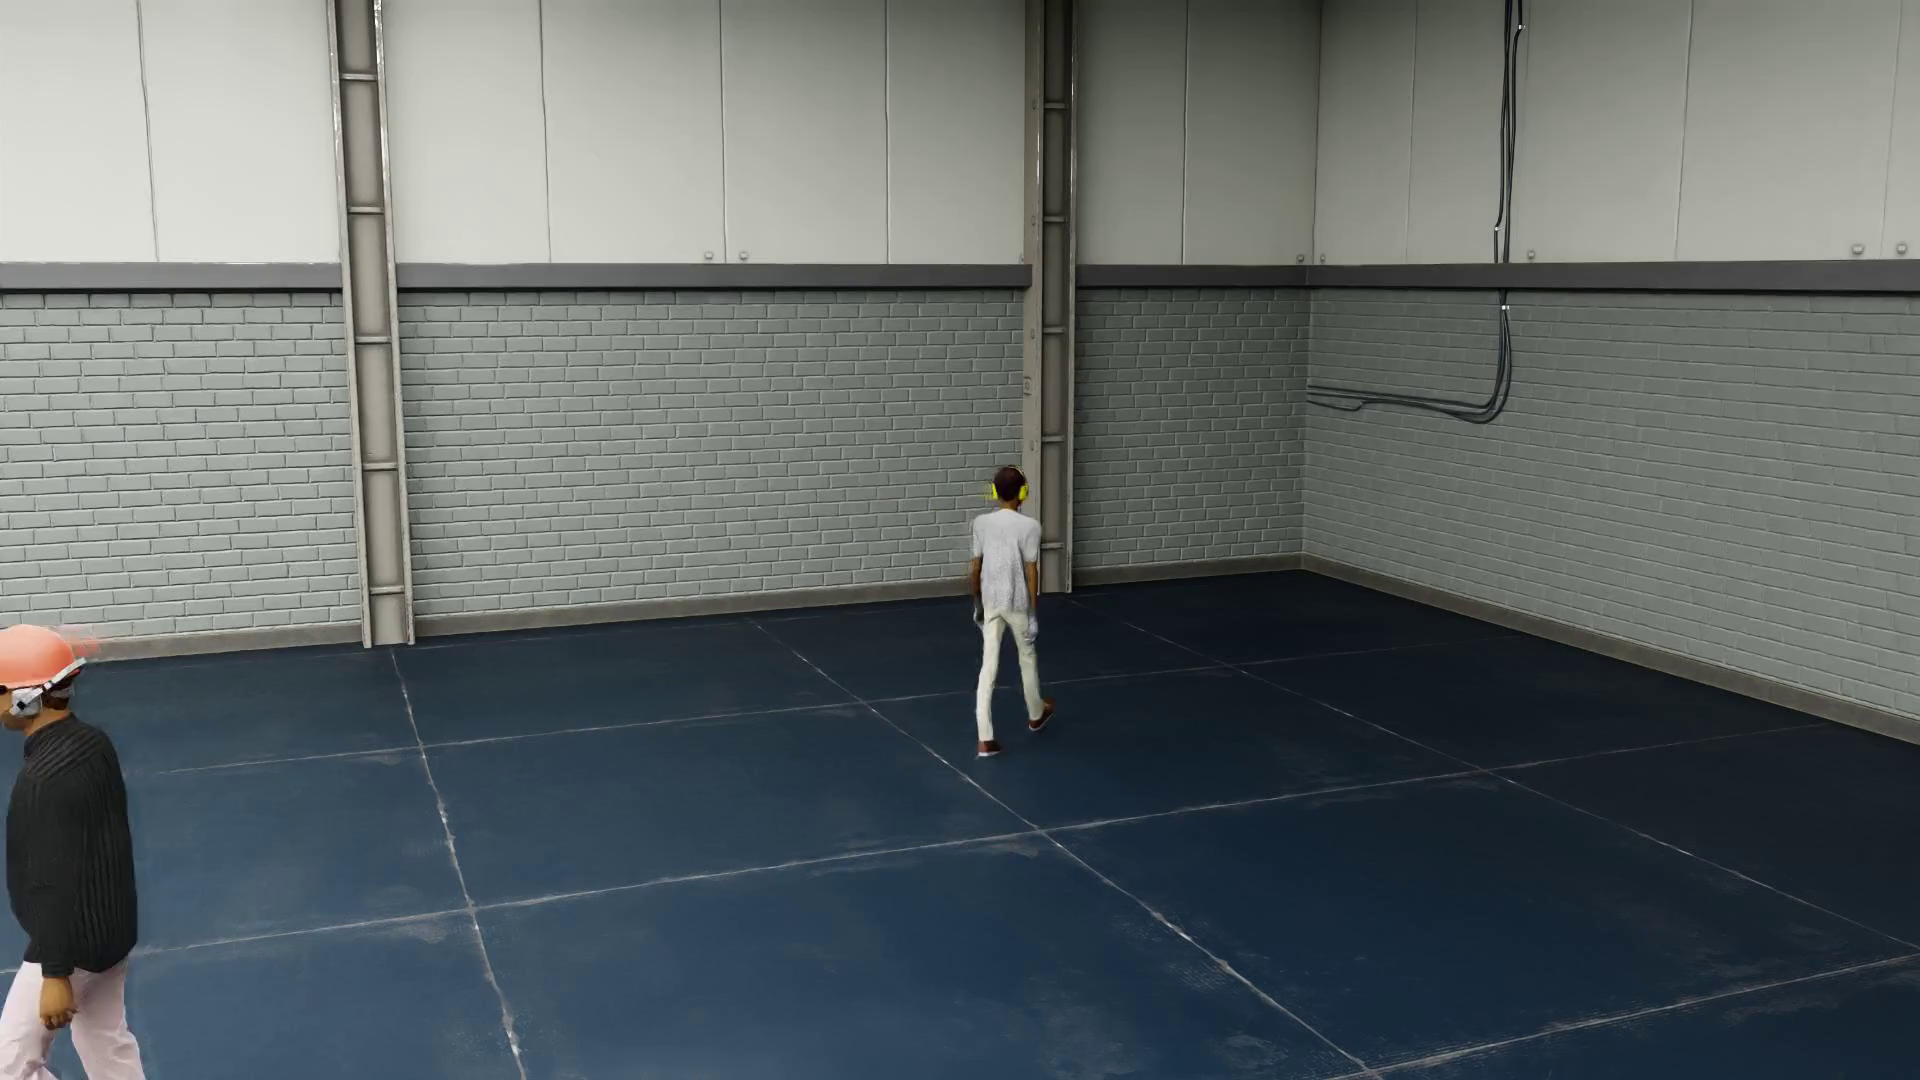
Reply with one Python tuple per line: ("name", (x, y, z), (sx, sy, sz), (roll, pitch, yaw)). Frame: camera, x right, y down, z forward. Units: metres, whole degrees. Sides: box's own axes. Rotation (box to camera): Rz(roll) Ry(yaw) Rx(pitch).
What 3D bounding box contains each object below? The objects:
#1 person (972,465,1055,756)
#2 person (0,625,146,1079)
("person", (0.316, 0.430, 10.704), (0.540, 1.818, 1.006), (4, 10, 24))
("person", (-2.772, 1.232, 5.178), (0.464, 1.972, 0.646), (-2, 9, -11))
